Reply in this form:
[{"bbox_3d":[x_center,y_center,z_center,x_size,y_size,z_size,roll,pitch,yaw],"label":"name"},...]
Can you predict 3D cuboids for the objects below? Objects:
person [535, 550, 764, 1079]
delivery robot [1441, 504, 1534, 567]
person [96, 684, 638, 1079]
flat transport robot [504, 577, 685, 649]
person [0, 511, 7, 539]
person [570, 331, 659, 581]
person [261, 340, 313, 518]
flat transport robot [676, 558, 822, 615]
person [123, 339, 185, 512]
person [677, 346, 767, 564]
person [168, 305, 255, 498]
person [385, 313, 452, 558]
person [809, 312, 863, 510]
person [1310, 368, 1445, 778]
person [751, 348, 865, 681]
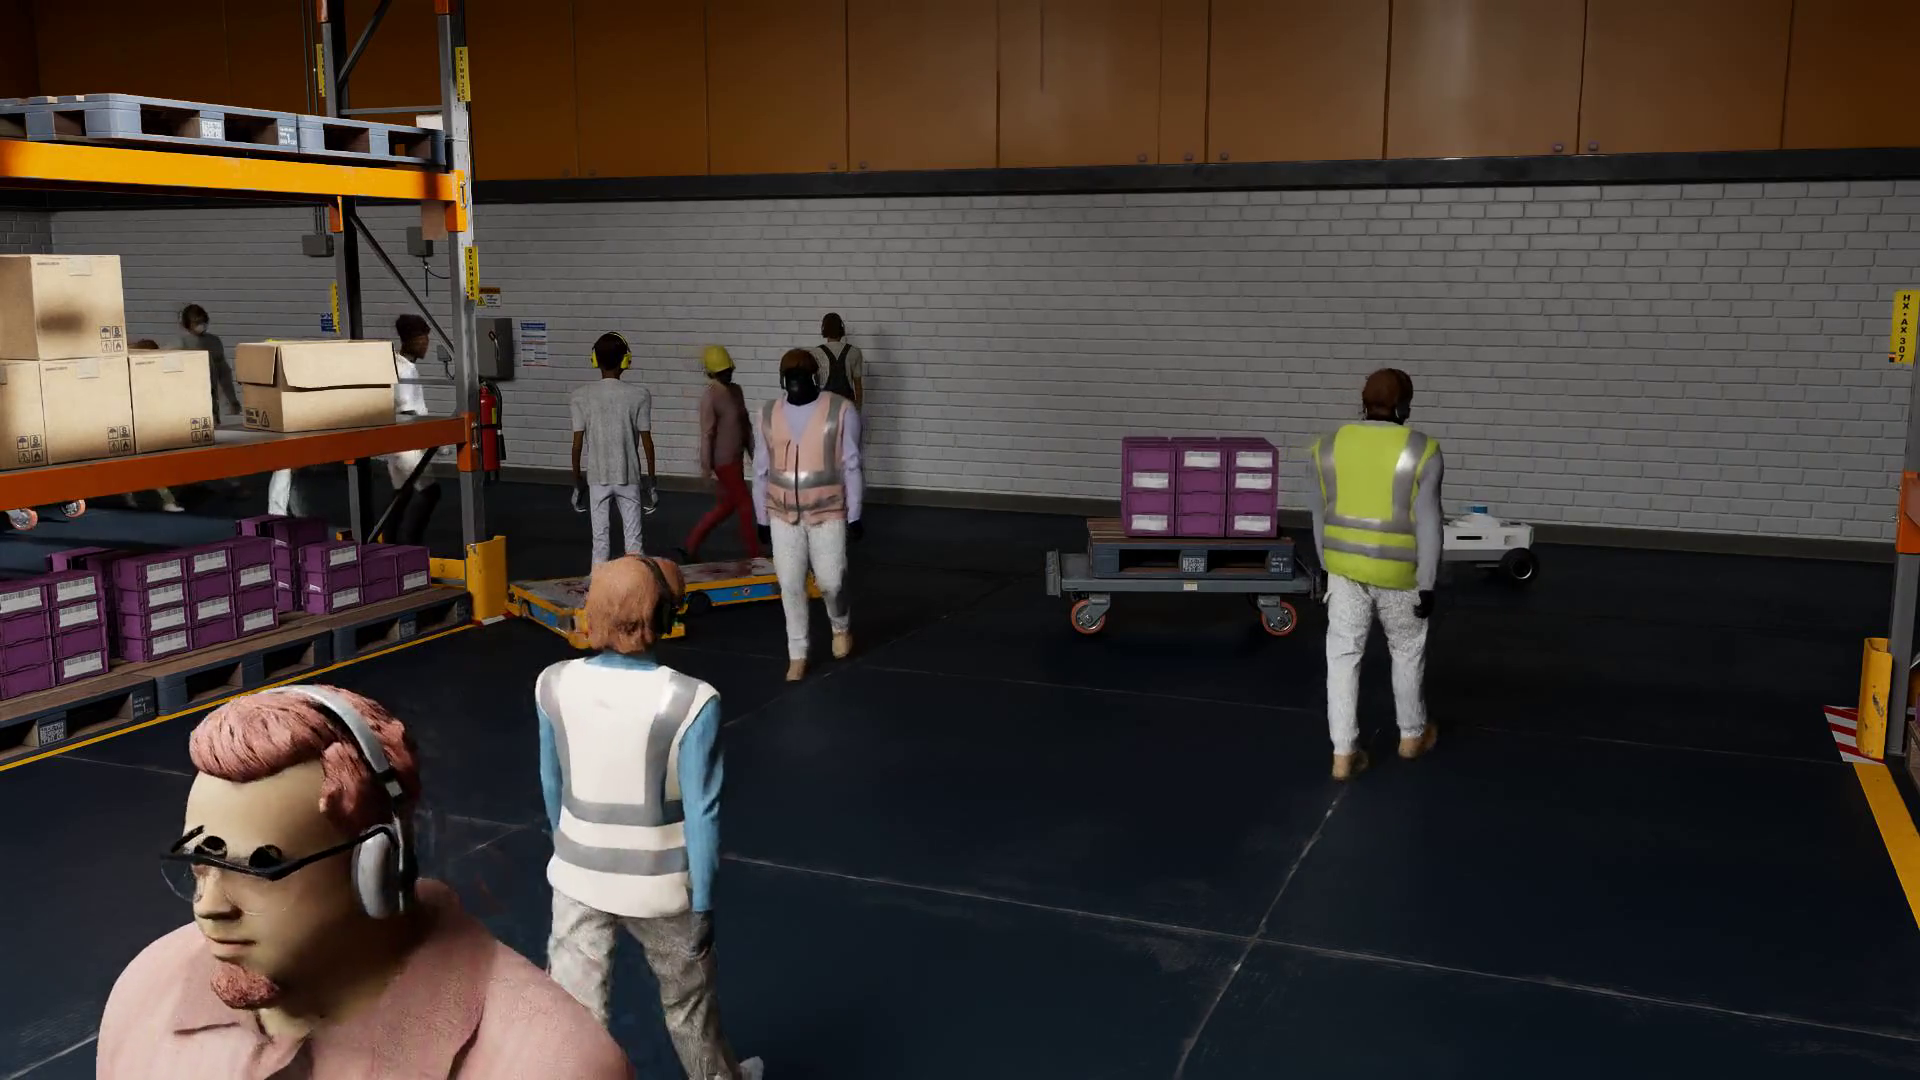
[{"bbox_3d":[-0.775,0.817,4.025,0.531,1.590,0.859,3,10,17],"label":"person"},{"bbox_3d":[3.719,-0.013,11.929,0.707,0.478,0.477,0,9,-1],"label":"delivery robot"},{"bbox_3d":[-0.691,1.074,1.677,0.649,1.862,0.971,5,11,27],"label":"person"},{"bbox_3d":[-2.315,0.424,10.421,0.652,0.197,1.431,-6,11,-32],"label":"flat transport robot"},{"bbox_3d":[-5.760,-0.196,9.398,0.660,1.862,0.988,5,11,27],"label":"person"},{"bbox_3d":[-2.115,-0.335,10.195,0.532,1.869,0.310,-1,9,-7],"label":"person"},{"bbox_3d":[-5.173,-0.643,12.533,0.657,1.708,0.561,-7,11,-35],"label":"person"},{"bbox_3d":[-1.591,0.297,11.194,1.431,0.197,0.652,-6,11,-32],"label":"flat transport robot"},{"bbox_3d":[-7.533,-1.060,15.400,0.736,1.607,0.515,3,10,19],"label":"person"},{"bbox_3d":[-1.719,-0.577,12.162,0.760,1.696,0.531,2,10,10],"label":"person"},{"bbox_3d":[-7.279,-1.333,16.183,0.871,1.885,0.622,1,9,6],"label":"person"},{"bbox_3d":[-4.068,-0.702,12.259,0.581,1.923,0.625,-3,10,-17],"label":"person"},{"bbox_3d":[-1.143,-1.156,15.248,0.506,1.843,0.351,-2,10,-14],"label":"person"},{"bbox_3d":[1.924,0.129,7.544,0.651,1.807,0.851,7,11,35],"label":"person"},{"bbox_3d":[-0.835,-0.148,9.185,0.650,1.829,0.517,2,10,11],"label":"person"}]
